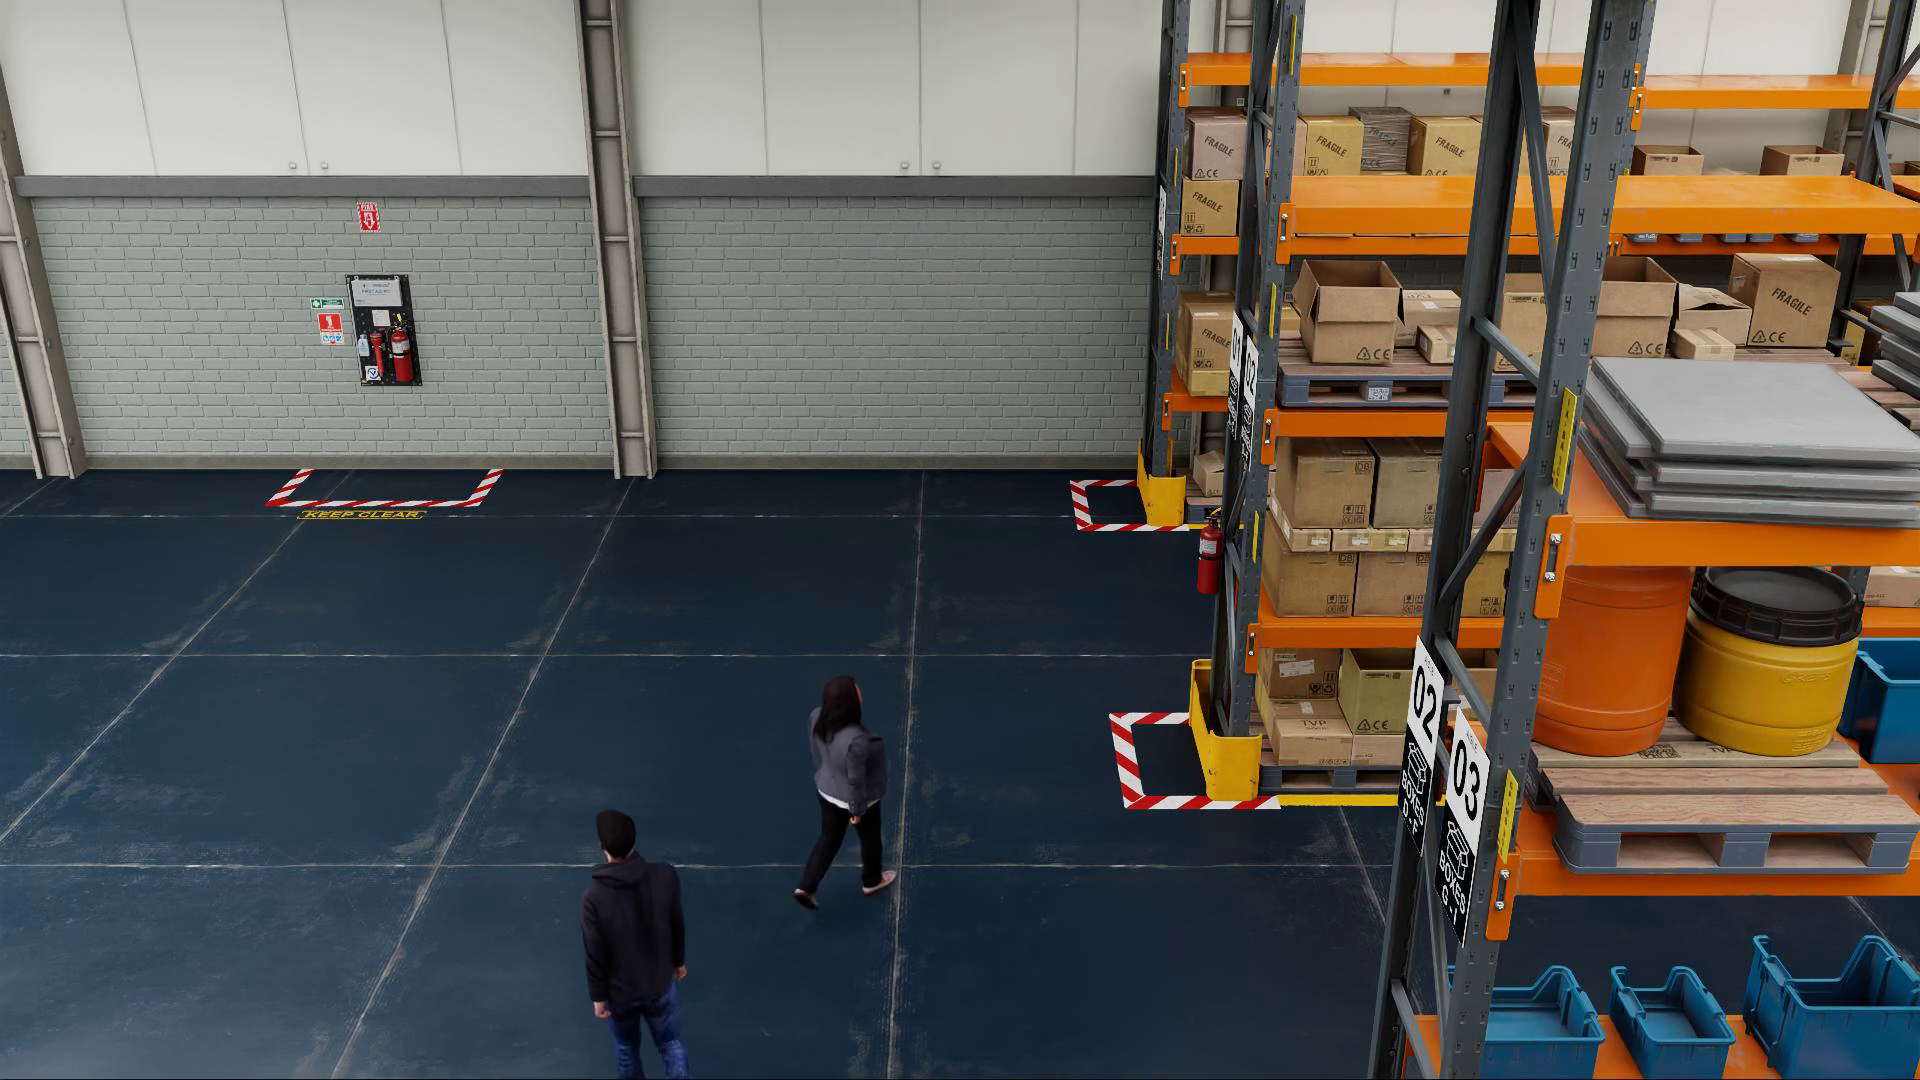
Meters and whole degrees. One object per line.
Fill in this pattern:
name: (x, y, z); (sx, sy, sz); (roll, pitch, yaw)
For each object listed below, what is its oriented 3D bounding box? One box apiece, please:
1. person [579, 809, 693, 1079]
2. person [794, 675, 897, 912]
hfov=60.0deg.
person: (-1.544, 2.207, 8.160); (1.110, 1.874, 1.053); (-13, 26, -27)
person: (-0.740, 1.552, 10.081); (1.034, 1.577, 1.068); (19, 29, 37)
